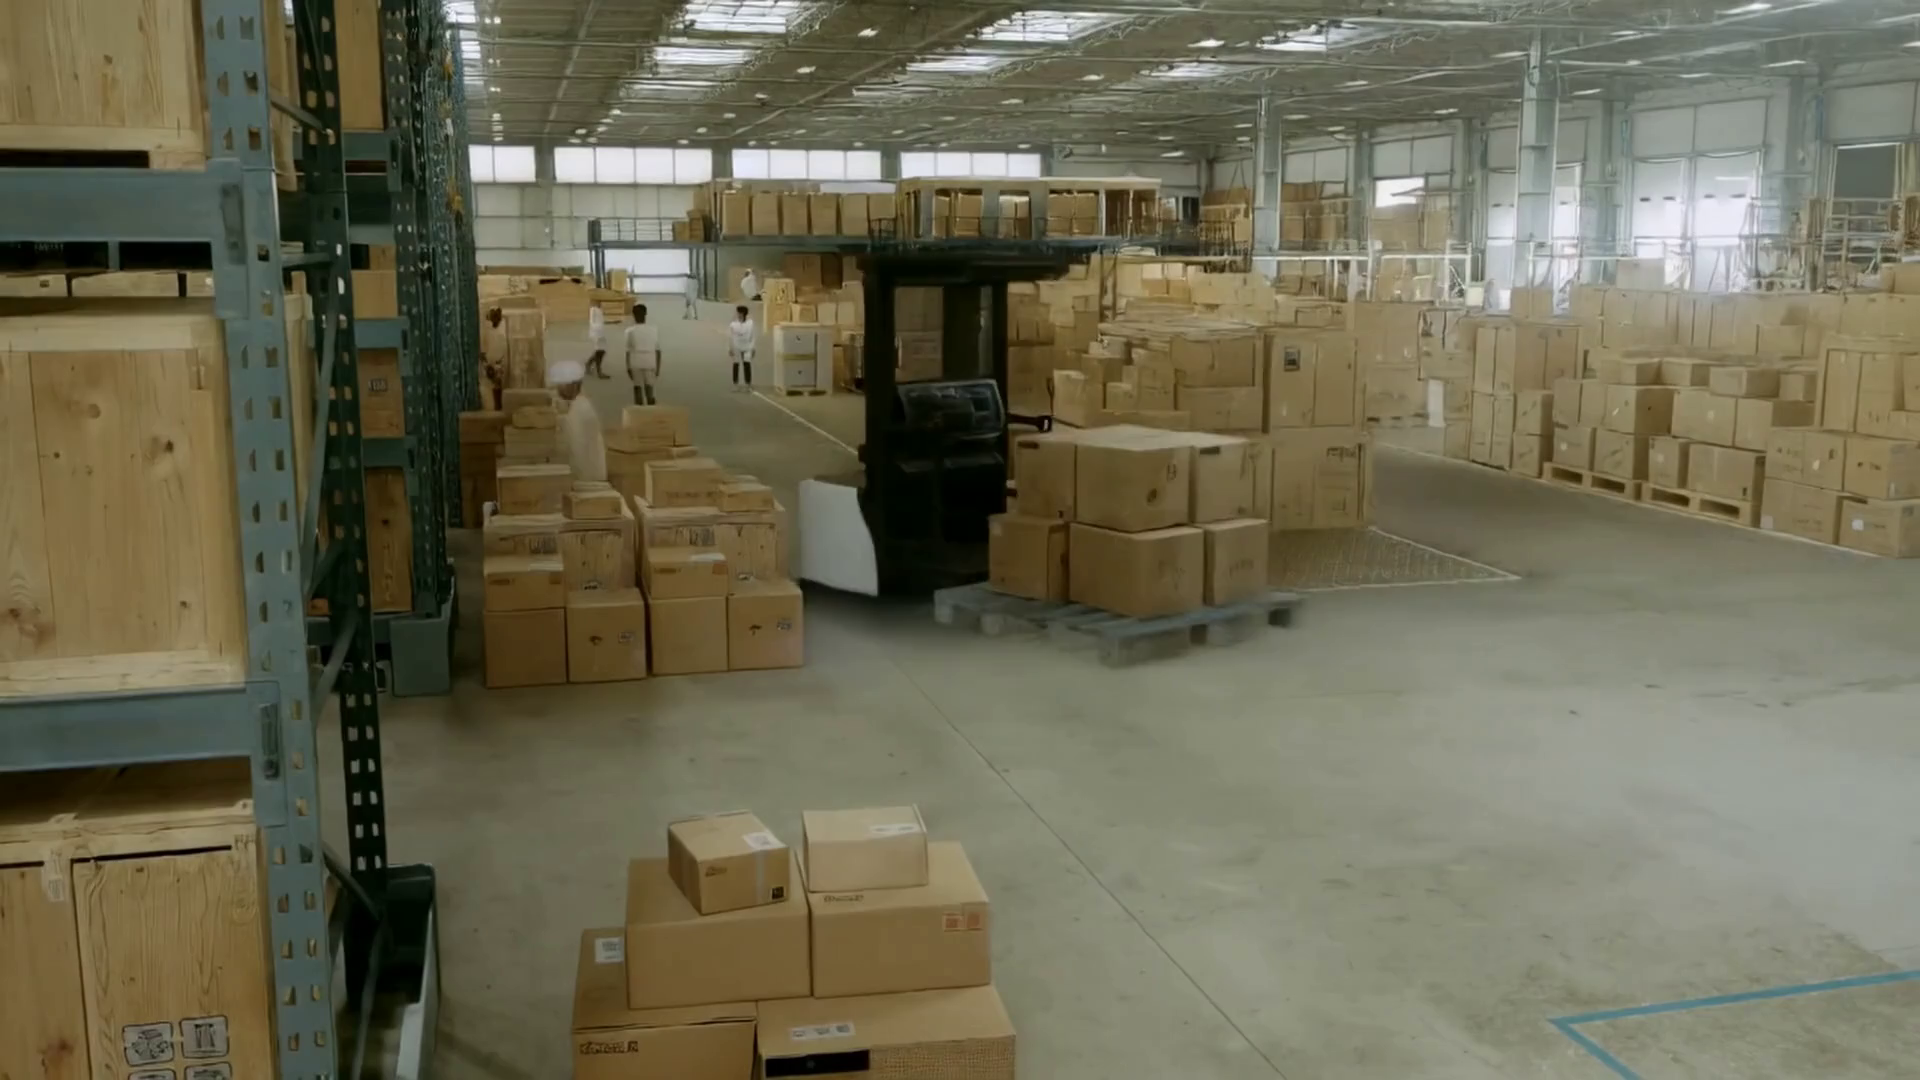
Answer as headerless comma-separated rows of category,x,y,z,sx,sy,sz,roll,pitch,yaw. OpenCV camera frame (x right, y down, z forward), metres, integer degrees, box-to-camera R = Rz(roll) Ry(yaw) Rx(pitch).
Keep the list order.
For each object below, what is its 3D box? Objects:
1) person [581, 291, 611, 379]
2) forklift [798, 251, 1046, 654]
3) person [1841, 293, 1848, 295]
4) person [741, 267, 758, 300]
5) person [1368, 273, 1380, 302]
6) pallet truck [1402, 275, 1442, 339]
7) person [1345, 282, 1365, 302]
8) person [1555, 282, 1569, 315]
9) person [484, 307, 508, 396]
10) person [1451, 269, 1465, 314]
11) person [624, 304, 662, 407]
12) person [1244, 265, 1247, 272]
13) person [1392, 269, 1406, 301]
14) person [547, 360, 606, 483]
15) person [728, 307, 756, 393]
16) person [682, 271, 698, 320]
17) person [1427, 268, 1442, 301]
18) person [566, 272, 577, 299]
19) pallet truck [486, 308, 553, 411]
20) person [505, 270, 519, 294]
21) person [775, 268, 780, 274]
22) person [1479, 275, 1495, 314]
person,-7.885,-4.408,35.861,0.607,1.917,0.561,-5,11,-28
forklift,-0.300,-0.745,12.392,1.129,2.768,1.873,-8,13,-39
person,18.075,-4.112,34.172,0.650,1.916,0.486,-1,10,-4
person,-9.586,-11.511,75.730,0.722,2.000,1.047,-1,10,-4
person,17.553,-10.470,70.712,0.547,1.717,0.877,7,12,33
pallet truck,14.620,-7.324,52.145,0.823,1.965,1.885,8,13,40
person,11.510,-6.594,48.444,0.628,1.846,0.429,-2,10,-8
person,17.660,-6.716,49.187,0.747,1.827,0.625,-4,11,-20
person,-7.166,-2.642,25.801,0.354,1.936,0.635,-6,12,-32
person,21.339,-10.656,71.318,0.555,1.904,0.961,0,10,1
person,-5.085,-2.813,26.716,0.604,1.951,0.666,-2,10,-11
person,13.512,-12.031,78.808,0.375,1.995,0.611,0,10,0
person,19.852,-11.315,75.200,0.430,1.830,0.657,-7,12,-36
person,-3.095,-0.543,13.944,1.071,1.940,0.625,-2,10,-13
person,-4.280,-3.742,32.723,0.538,1.690,0.322,-3,10,-14
person,-10.492,-9.486,64.662,0.569,1.896,0.930,4,11,22
person,21.597,-11.453,75.900,0.594,1.875,0.990,-5,11,-27
person,-16.936,-10.802,72.523,0.553,1.750,0.364,-7,12,-34
pallet truck,-6.242,-2.418,24.362,0.823,1.965,1.885,1,10,3
person,-19.875,-11.058,73.754,0.600,1.829,0.980,-2,10,-12
person,-8.182,-11.237,74.564,0.606,1.900,0.584,0,10,2
person,22.623,-10.498,71.080,0.913,1.638,0.543,-6,12,-32
